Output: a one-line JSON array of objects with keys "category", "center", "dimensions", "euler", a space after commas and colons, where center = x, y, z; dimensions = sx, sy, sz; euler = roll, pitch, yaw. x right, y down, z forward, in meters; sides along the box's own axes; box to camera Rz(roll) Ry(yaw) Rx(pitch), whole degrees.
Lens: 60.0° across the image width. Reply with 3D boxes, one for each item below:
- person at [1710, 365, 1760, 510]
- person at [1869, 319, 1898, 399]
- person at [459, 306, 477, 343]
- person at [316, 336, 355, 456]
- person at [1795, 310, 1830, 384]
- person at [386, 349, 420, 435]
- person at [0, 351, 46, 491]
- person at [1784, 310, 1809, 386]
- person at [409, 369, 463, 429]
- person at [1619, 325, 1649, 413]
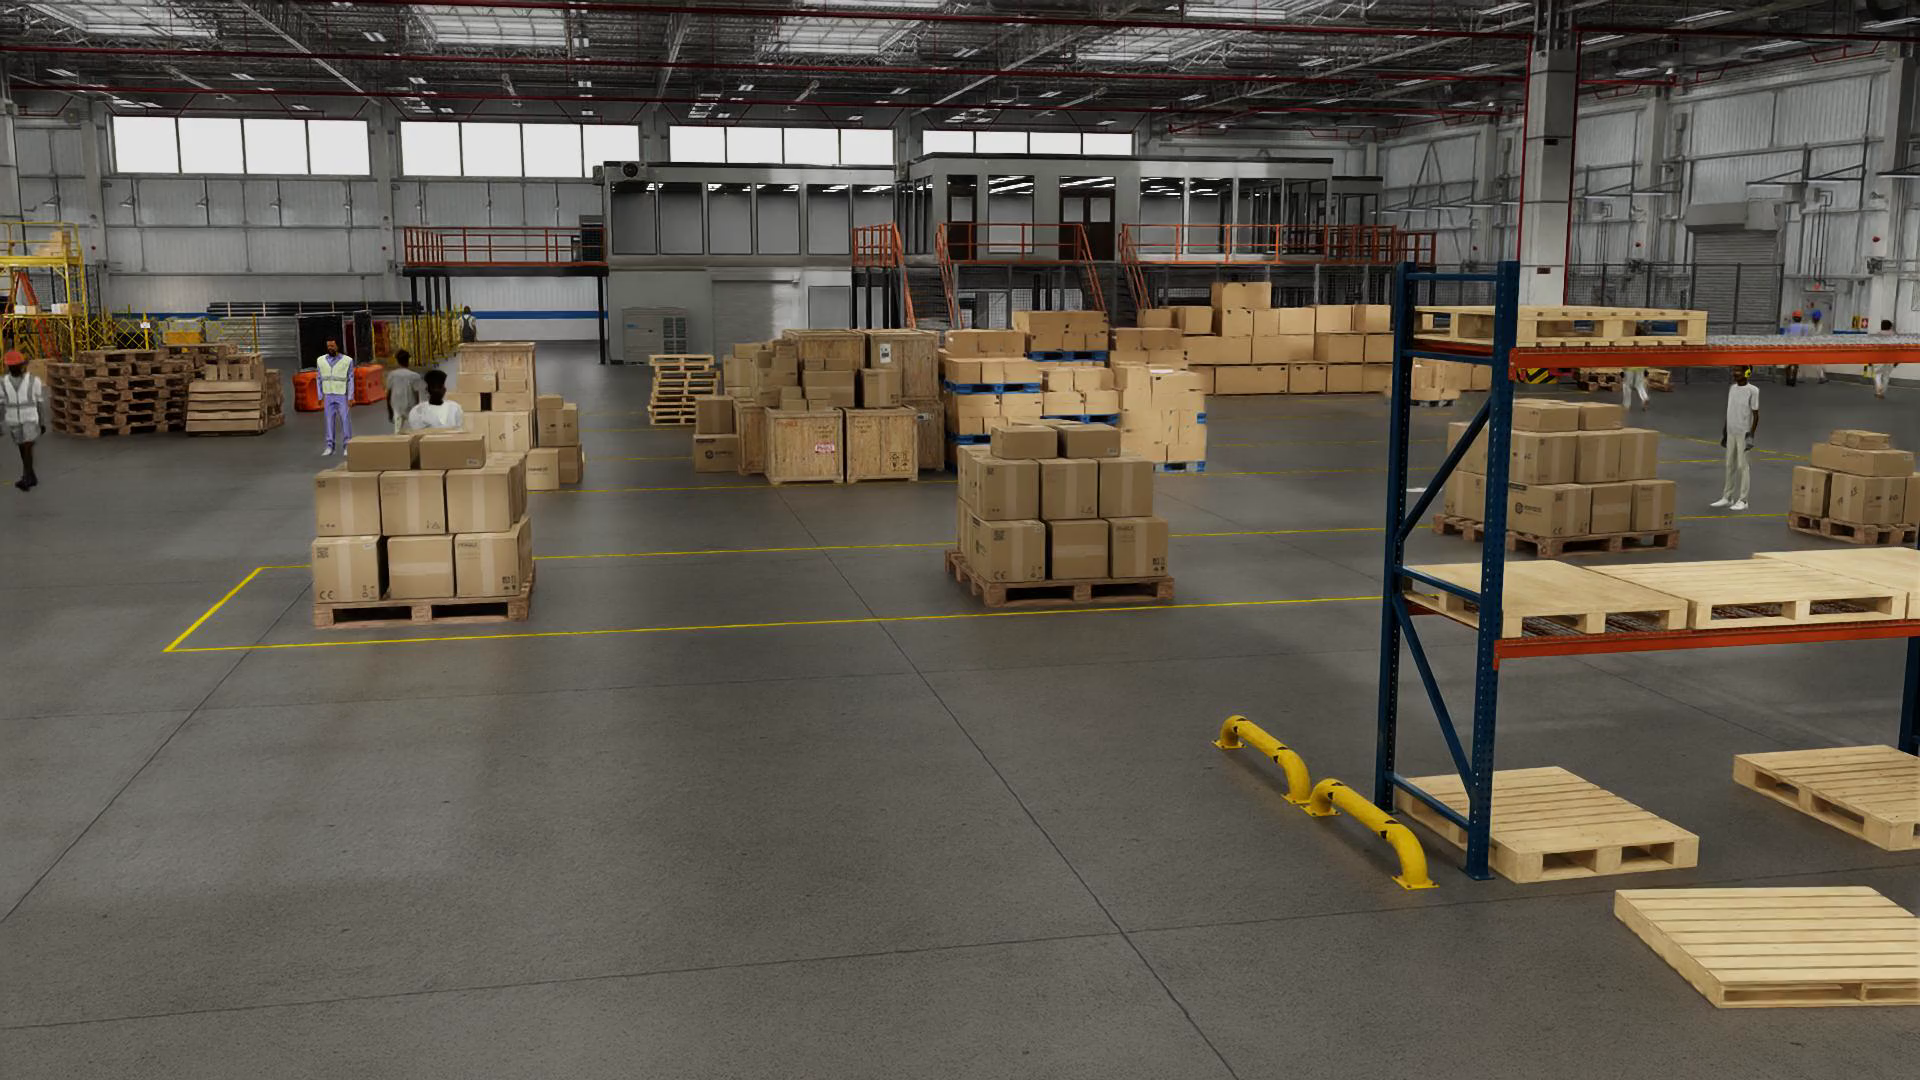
[{"category": "person", "center": [9.654, -1.304, 20.643], "dimensions": [0.327, 1.874, 0.519], "euler": [-3, 10, -18]}, {"category": "person", "center": [21.083, -4.122, 37.946], "dimensions": [0.636, 1.828, 0.530], "euler": [2, 10, 15]}, {"category": "person", "center": [-14.812, -6.124, 50.097], "dimensions": [0.505, 1.847, 0.347], "euler": [0, 9, -1]}, {"category": "person", "center": [-9.970, -2.301, 26.578], "dimensions": [0.592, 1.919, 0.388], "euler": [0, 9, -3]}, {"category": "person", "center": [22.047, -4.978, 42.981], "dimensions": [0.603, 1.887, 0.970], "euler": [-4, 10, -22]}, {"category": "person", "center": [-8.112, -1.859, 24.180], "dimensions": [0.528, 1.833, 0.940], "euler": [-1, 9, -4]}, {"category": "person", "center": [-12.708, -1.611, 22.486], "dimensions": [0.561, 1.877, 1.053], "euler": [-3, 10, -15]}, {"category": "person", "center": [21.205, -4.852, 42.156], "dimensions": [0.556, 1.903, 0.809], "euler": [7, 12, 38]}, {"category": "person", "center": [-5.369, -0.797, 17.310], "dimensions": [0.622, 1.946, 0.652], "euler": [9, 13, 44]}, {"category": "person", "center": [13.916, -3.514, 34.252], "dimensions": [0.632, 1.830, 0.608], "euler": [-1, 9, -8]}]
